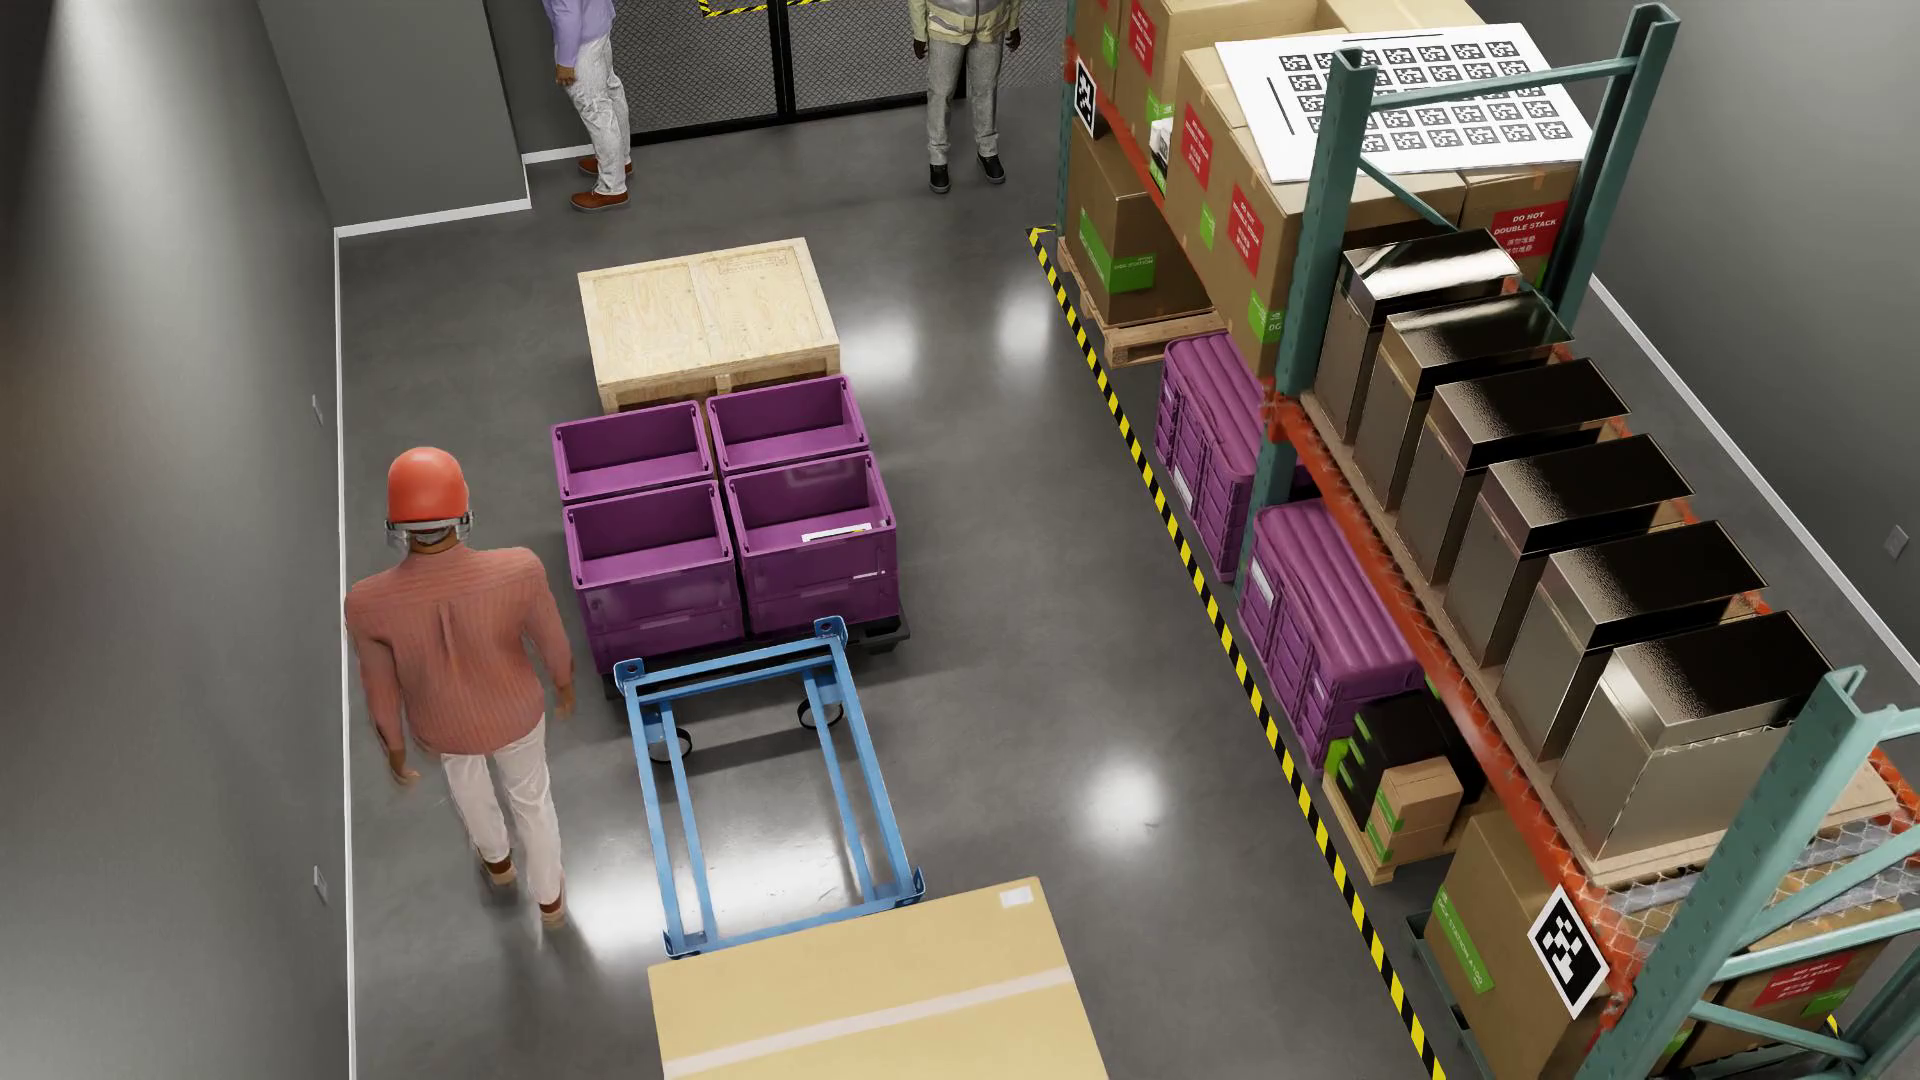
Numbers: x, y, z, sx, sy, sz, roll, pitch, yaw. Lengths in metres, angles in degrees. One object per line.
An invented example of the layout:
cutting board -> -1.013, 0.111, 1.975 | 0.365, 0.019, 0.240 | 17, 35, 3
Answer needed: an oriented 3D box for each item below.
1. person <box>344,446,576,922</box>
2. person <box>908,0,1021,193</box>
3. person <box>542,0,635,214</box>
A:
person -> -1.550, 0.525, 5.388 | 0.639, 1.957, 0.584 | -12, 49, -11
person -> 0.035, -2.600, 8.349 | 0.591, 1.827, 0.403 | -11, 48, -10
person -> -1.884, -2.514, 8.196 | 0.372, 1.940, 0.632 | 0, 47, 0
